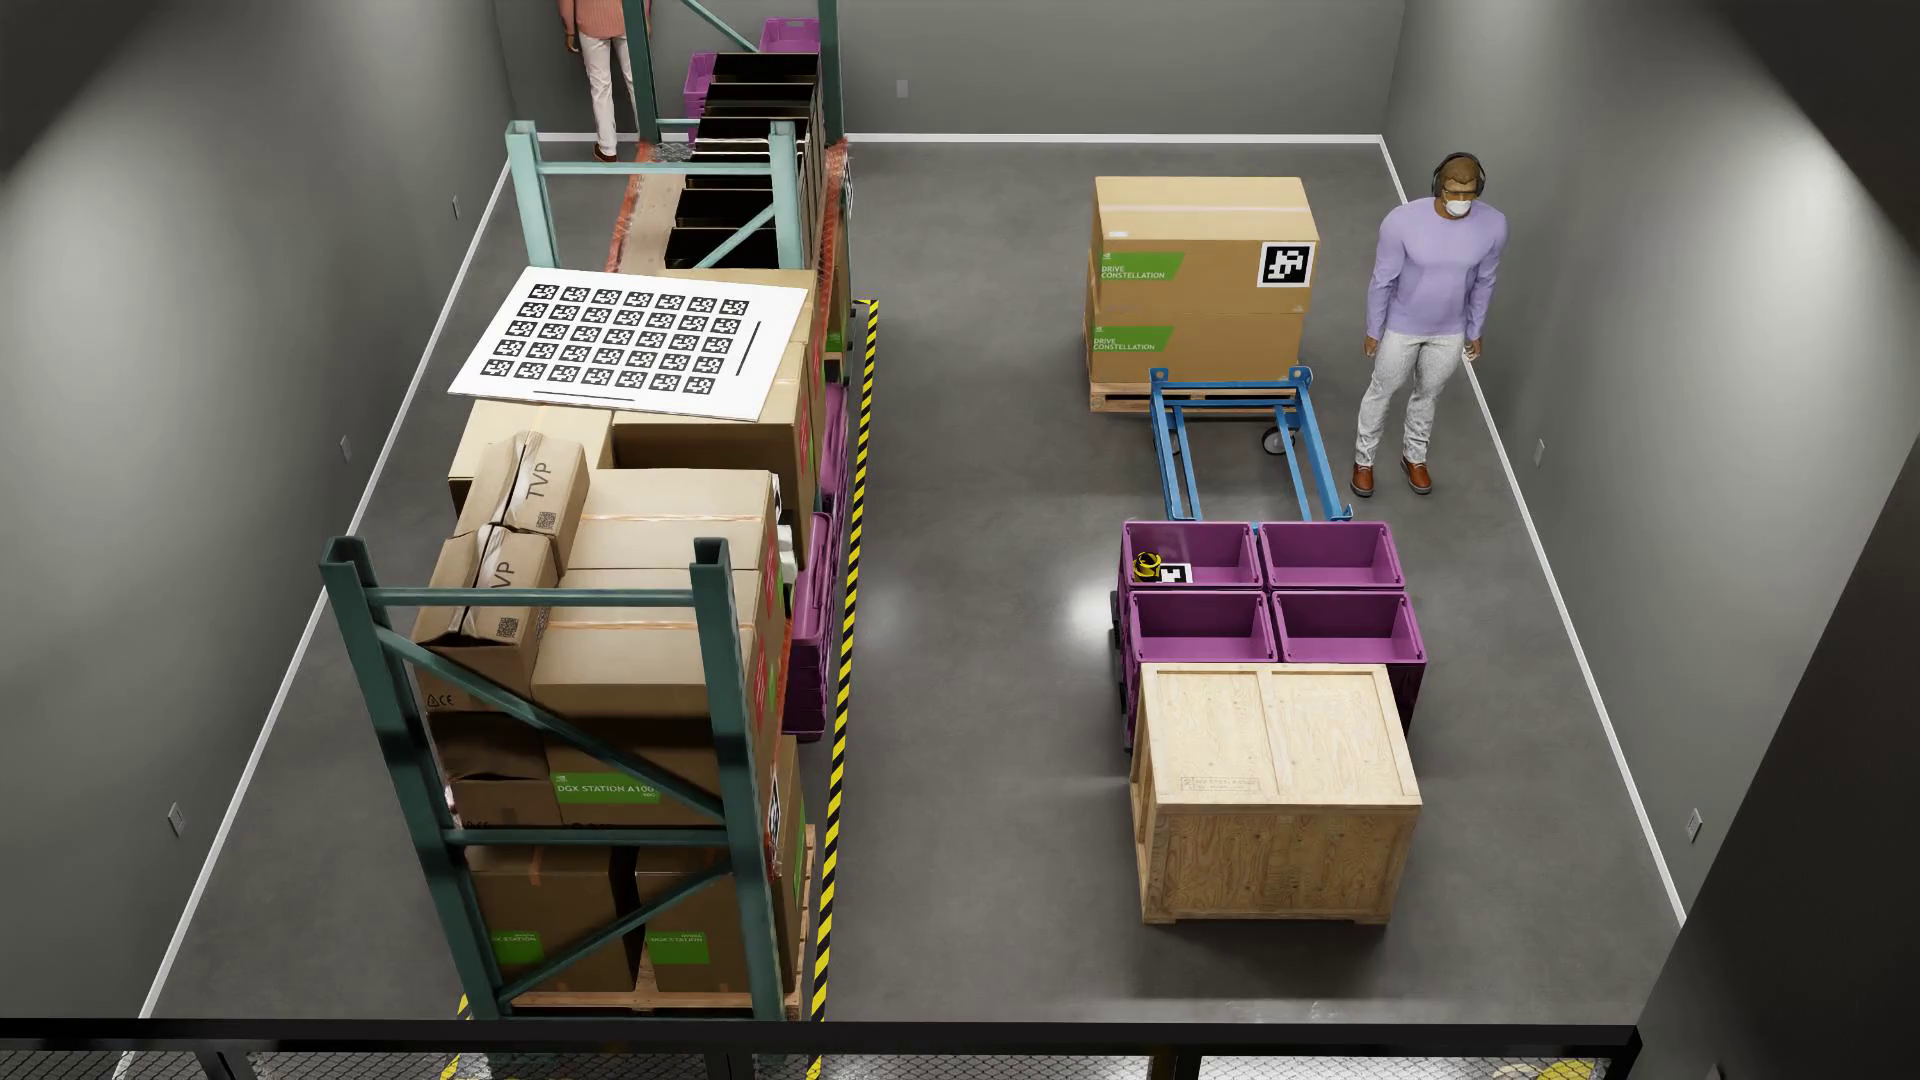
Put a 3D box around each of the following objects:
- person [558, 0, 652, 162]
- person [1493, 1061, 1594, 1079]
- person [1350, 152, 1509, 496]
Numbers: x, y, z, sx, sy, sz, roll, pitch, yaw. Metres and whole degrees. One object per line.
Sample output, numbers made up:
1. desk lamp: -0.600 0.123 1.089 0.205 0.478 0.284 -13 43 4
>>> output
1. person: -2.330 -3.424 10.977 0.612 1.995 0.382 -16 44 -18
2. person: 1.608 2.065 4.836 0.403 1.835 0.588 6 42 6
3. person: 2.328 -1.062 8.325 0.627 1.940 0.372 -1 41 -1
